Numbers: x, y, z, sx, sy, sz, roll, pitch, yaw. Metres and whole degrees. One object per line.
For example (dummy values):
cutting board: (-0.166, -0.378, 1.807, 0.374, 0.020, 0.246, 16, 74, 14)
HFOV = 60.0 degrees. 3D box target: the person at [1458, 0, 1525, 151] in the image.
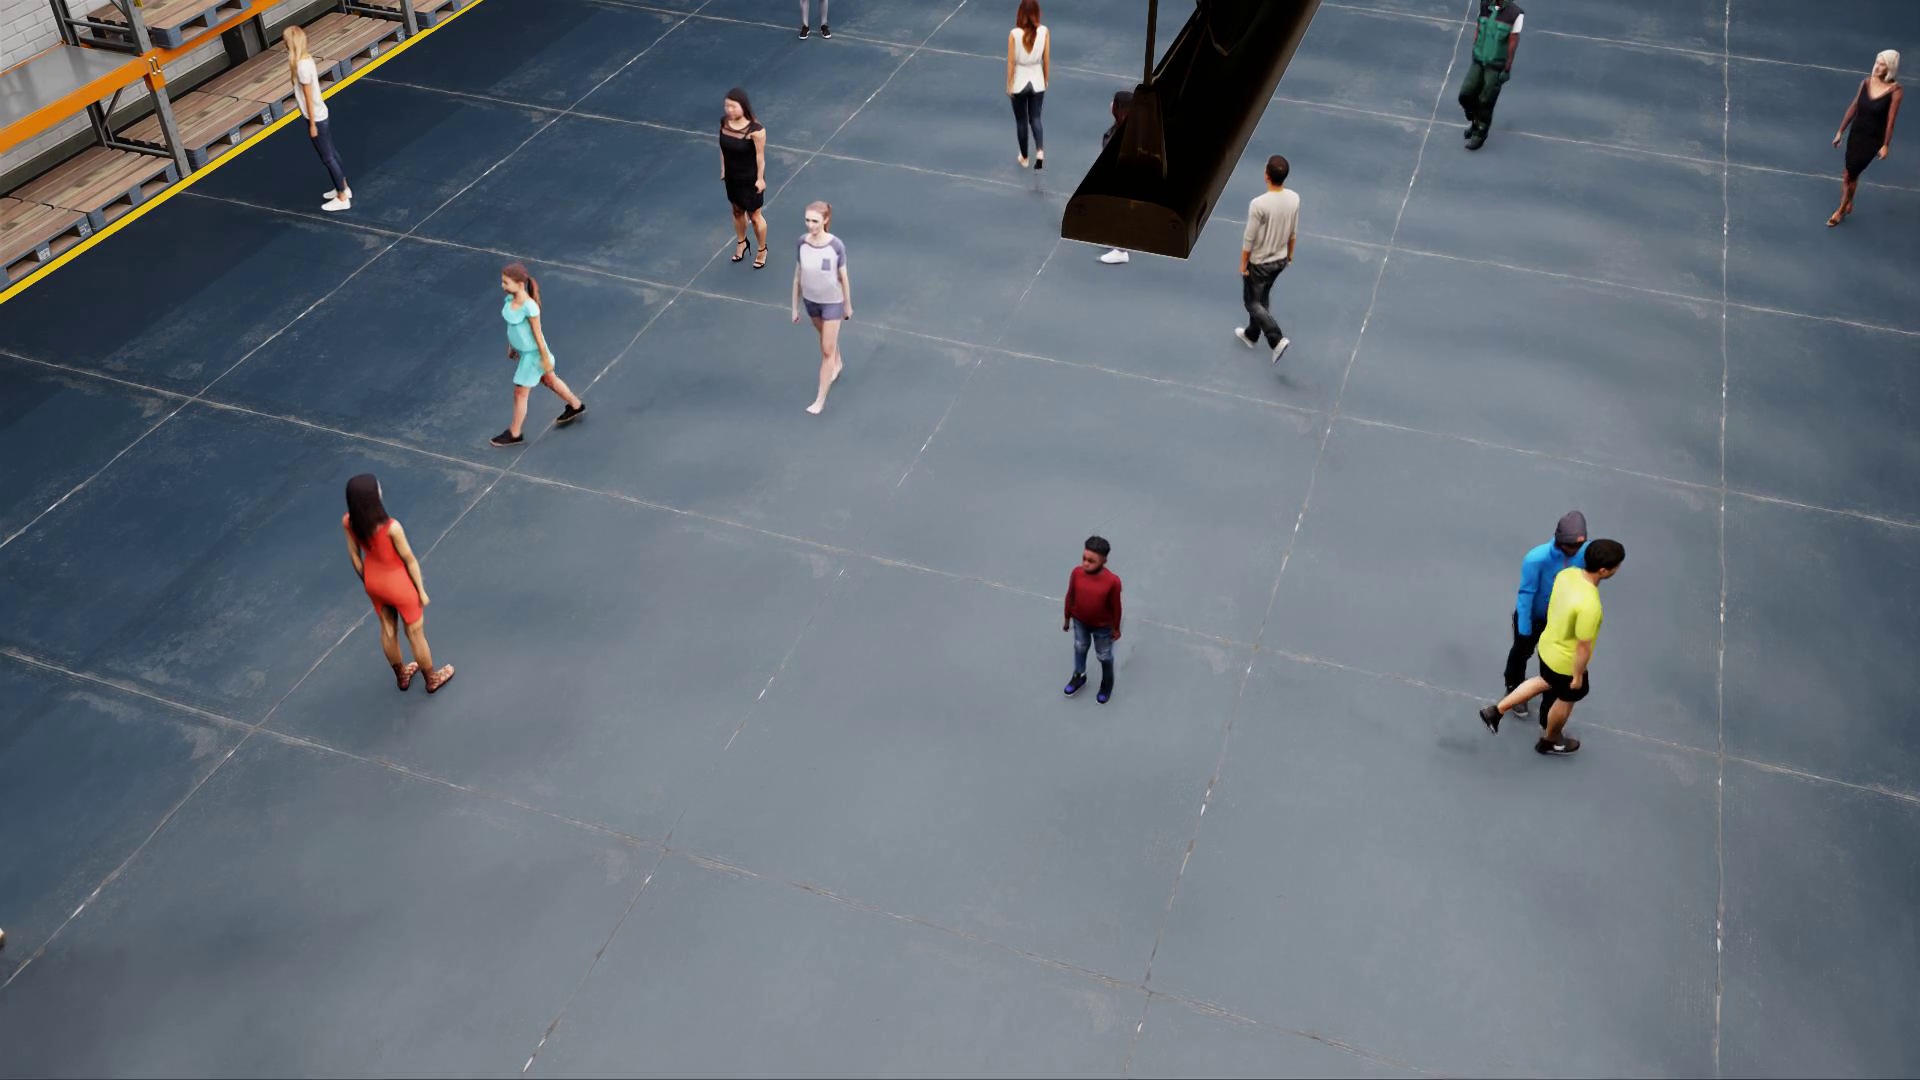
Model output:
person: (5.476, -4.895, 17.004, 0.822, 1.824, 0.846, 32, 48, 33)

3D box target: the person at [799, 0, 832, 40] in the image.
person: (-1.718, -6.733, 19.386, 0.628, 1.725, 0.638, -4, 39, -5)

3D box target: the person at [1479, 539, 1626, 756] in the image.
person: (3.616, 0.673, 10.142, 0.931, 1.688, 0.943, -4, 39, -6)

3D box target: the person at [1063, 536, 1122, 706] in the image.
person: (0.877, 0.473, 10.740, 0.559, 1.253, 0.539, 18, 42, 21)

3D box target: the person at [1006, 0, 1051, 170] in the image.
person: (0.691, -4.467, 16.513, 0.808, 1.769, 0.907, -8, 39, -10)

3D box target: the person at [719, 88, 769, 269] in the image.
person: (-1.955, -3.274, 15.060, 0.719, 1.719, 0.680, 23, 44, 26)

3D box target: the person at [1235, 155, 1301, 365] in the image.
person: (2.579, -2.277, 13.753, 1.027, 1.791, 1.075, -17, 42, -20)

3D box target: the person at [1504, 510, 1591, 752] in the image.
person: (3.625, 0.412, 10.407, 0.849, 1.764, 0.987, -5, 39, -6)

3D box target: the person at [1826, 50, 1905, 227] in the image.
person: (8.616, -3.791, 15.700, 0.854, 1.727, 0.792, -14, 41, -17)

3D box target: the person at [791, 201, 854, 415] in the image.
person: (-1.058, -1.954, 13.402, 0.639, 1.724, 1.111, 15, 41, 18)

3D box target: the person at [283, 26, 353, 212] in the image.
person: (-6.158, -4.046, 15.953, 0.717, 1.809, 0.641, -13, 40, -15)

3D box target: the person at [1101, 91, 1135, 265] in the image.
person: (1.470, -3.324, 15.190, 0.731, 1.634, 0.530, 8, 39, 10)

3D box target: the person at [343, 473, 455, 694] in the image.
person: (-3.626, 0.289, 10.597, 0.598, 1.718, 0.554, 9, 39, 11)

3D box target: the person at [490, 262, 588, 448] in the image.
person: (-3.275, -1.479, 12.973, 1.121, 1.518, 0.963, -23, 44, -26)
